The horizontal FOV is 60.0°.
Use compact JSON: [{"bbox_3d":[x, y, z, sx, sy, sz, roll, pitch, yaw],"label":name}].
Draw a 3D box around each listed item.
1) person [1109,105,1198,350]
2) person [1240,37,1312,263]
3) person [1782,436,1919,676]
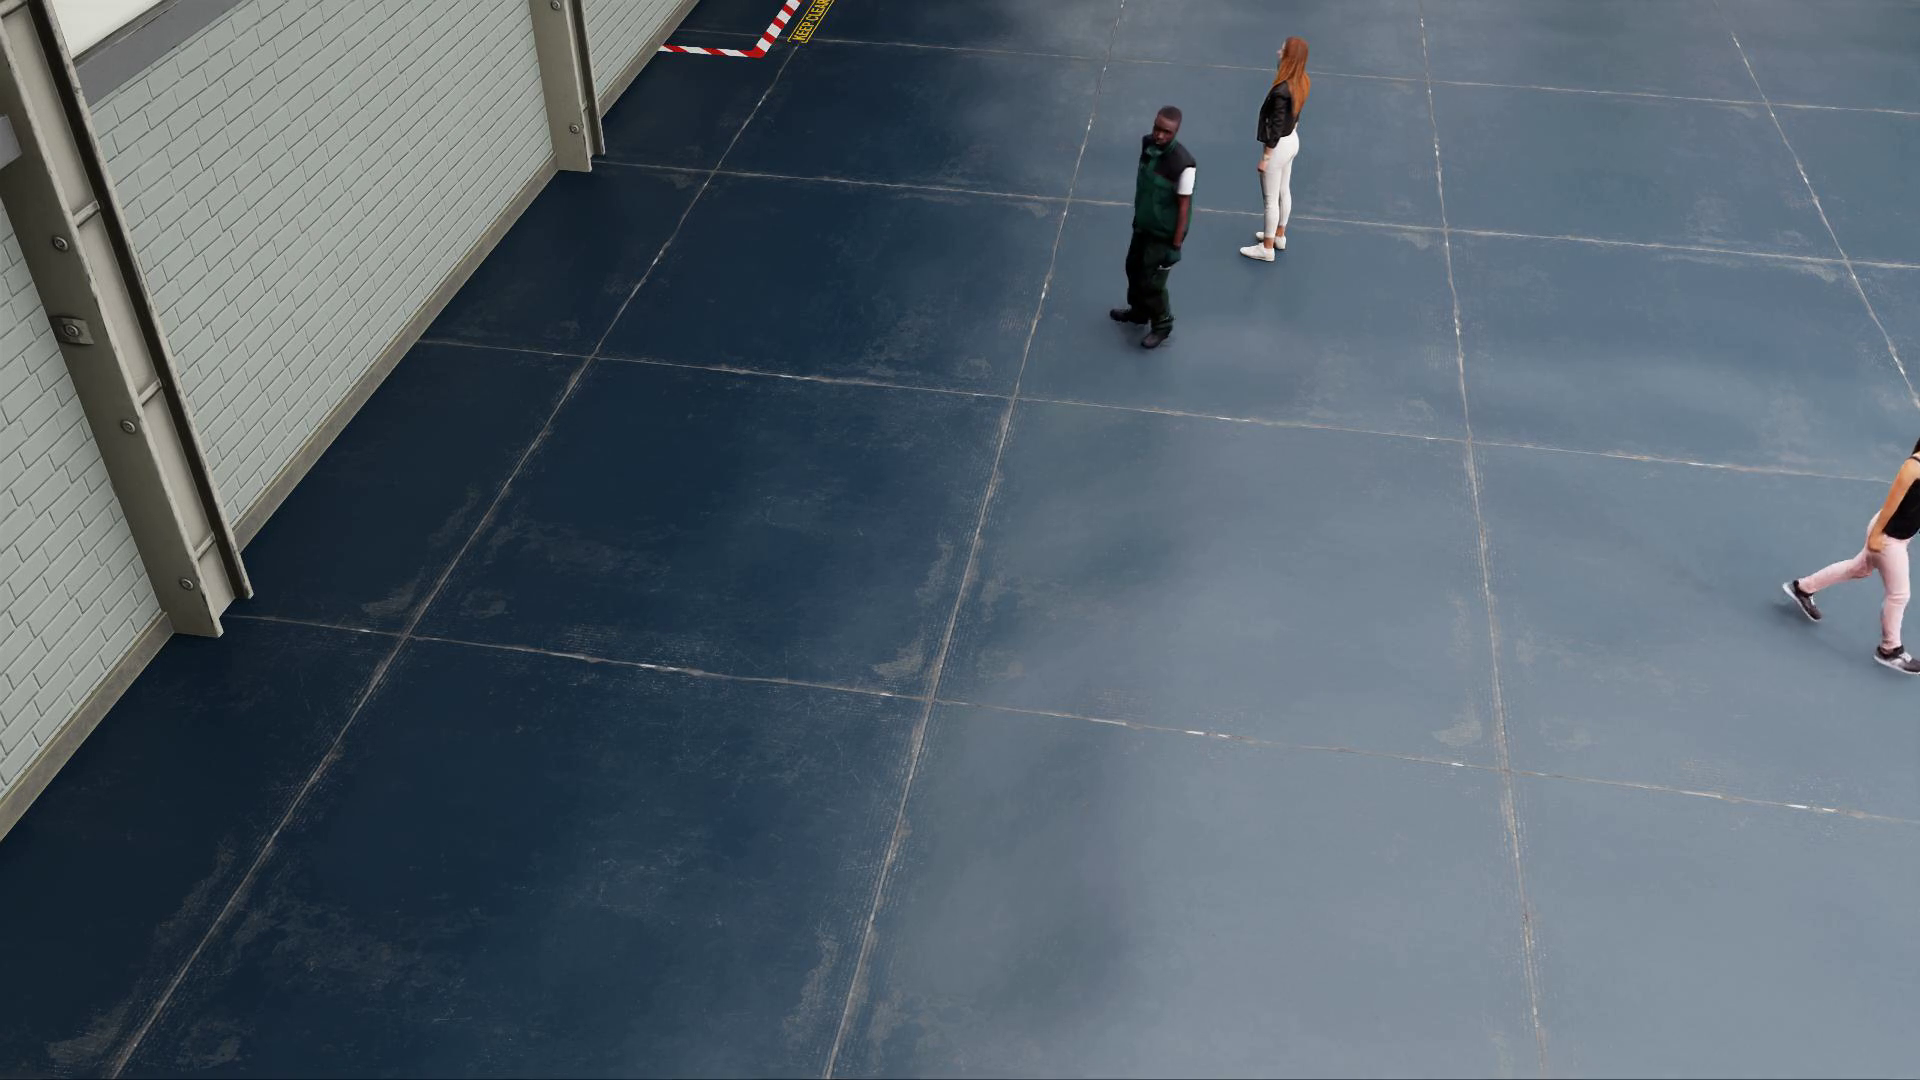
[{"bbox_3d":[1.353,-2.110,11.246,0.987,1.802,0.835,-7,39,-8],"label":"person"},{"bbox_3d":[2.375,-2.904,12.341,0.727,1.703,0.595,23,43,26],"label":"person"},{"bbox_3d":[4.896,-0.063,8.851,1.034,1.529,1.021,-28,46,-31],"label":"person"}]
